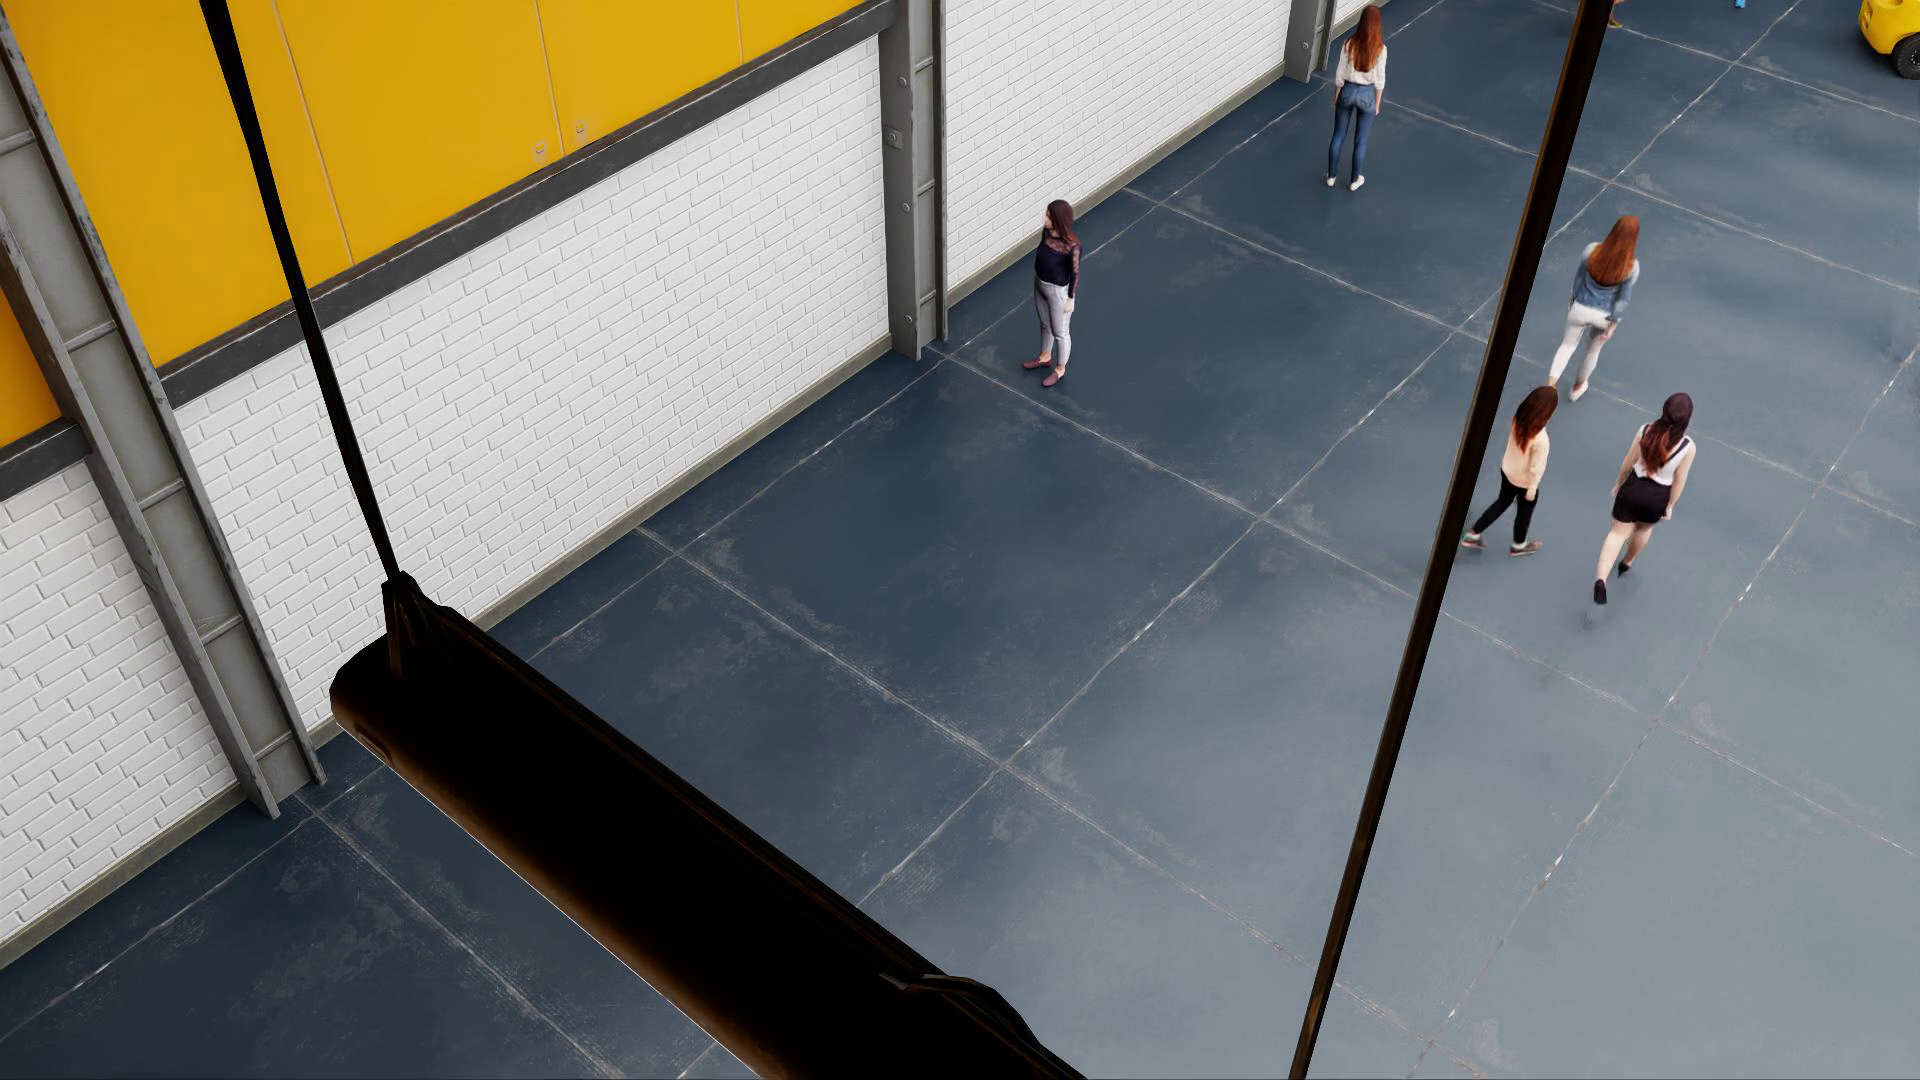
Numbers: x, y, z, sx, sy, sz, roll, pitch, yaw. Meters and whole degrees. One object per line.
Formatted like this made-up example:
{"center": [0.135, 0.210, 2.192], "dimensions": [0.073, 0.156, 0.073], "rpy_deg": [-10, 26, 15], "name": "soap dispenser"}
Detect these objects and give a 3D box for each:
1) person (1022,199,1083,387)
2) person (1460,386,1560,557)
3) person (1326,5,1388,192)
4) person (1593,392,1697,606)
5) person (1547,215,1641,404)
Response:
{"center": [0.712, -1.912, 12.817], "dimensions": [0.629, 1.608, 0.662], "rpy_deg": [-24, 48, -23], "name": "person"}
{"center": [3.791, -0.450, 11.381], "dimensions": [0.936, 1.471, 0.846], "rpy_deg": [-10, 45, -11], "name": "person"}
{"center": [3.548, -3.951, 14.870], "dimensions": [0.635, 1.728, 0.592], "rpy_deg": [16, 46, 16], "name": "person"}
{"center": [4.516, -0.224, 11.033], "dimensions": [0.671, 1.625, 1.021], "rpy_deg": [23, 48, 22], "name": "person"}
{"center": [4.716, -1.658, 12.493], "dimensions": [0.657, 1.687, 0.949], "rpy_deg": [27, 50, 25], "name": "person"}
